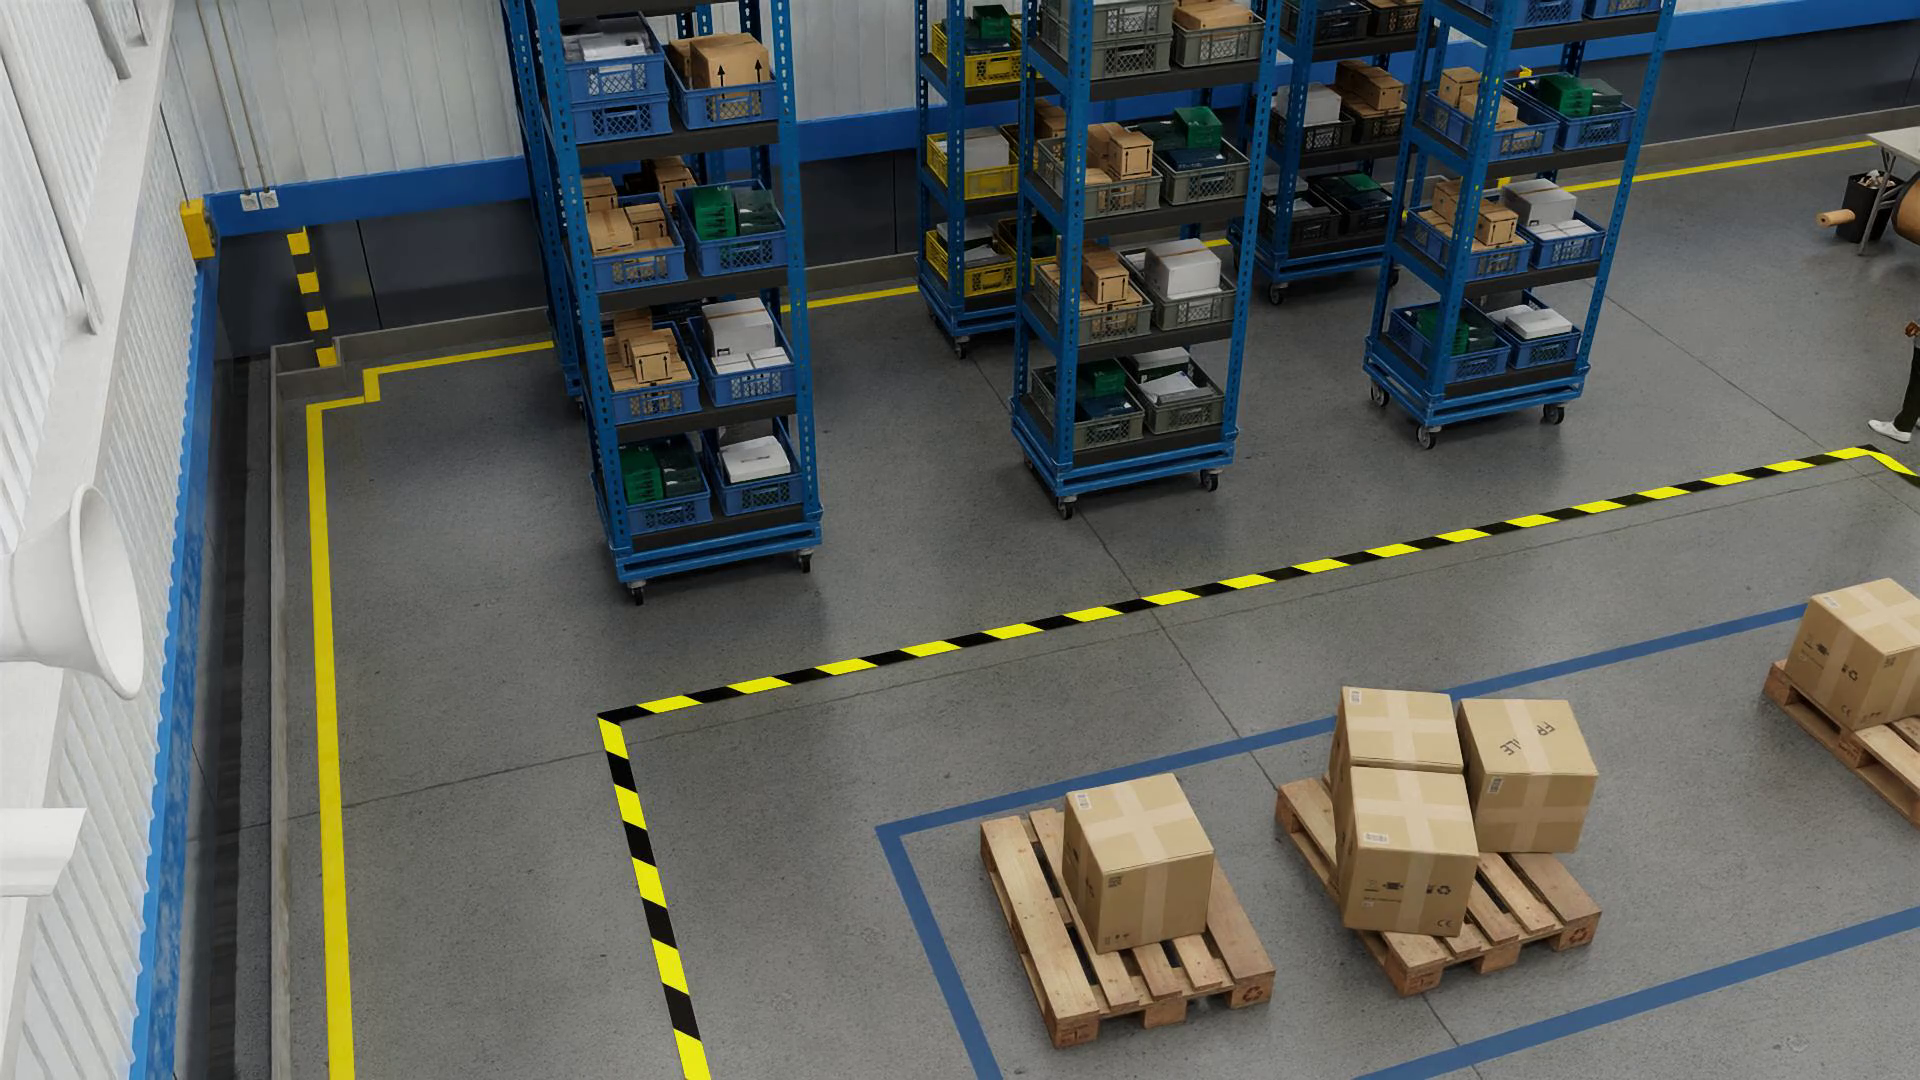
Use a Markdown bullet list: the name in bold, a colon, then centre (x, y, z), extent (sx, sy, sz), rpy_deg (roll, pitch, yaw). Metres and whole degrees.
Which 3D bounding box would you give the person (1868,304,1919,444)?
- **person**: centre (6.419, -1.489, 10.792), extent (0.588, 1.852, 0.374), rpy_deg (-12, 37, -16)
